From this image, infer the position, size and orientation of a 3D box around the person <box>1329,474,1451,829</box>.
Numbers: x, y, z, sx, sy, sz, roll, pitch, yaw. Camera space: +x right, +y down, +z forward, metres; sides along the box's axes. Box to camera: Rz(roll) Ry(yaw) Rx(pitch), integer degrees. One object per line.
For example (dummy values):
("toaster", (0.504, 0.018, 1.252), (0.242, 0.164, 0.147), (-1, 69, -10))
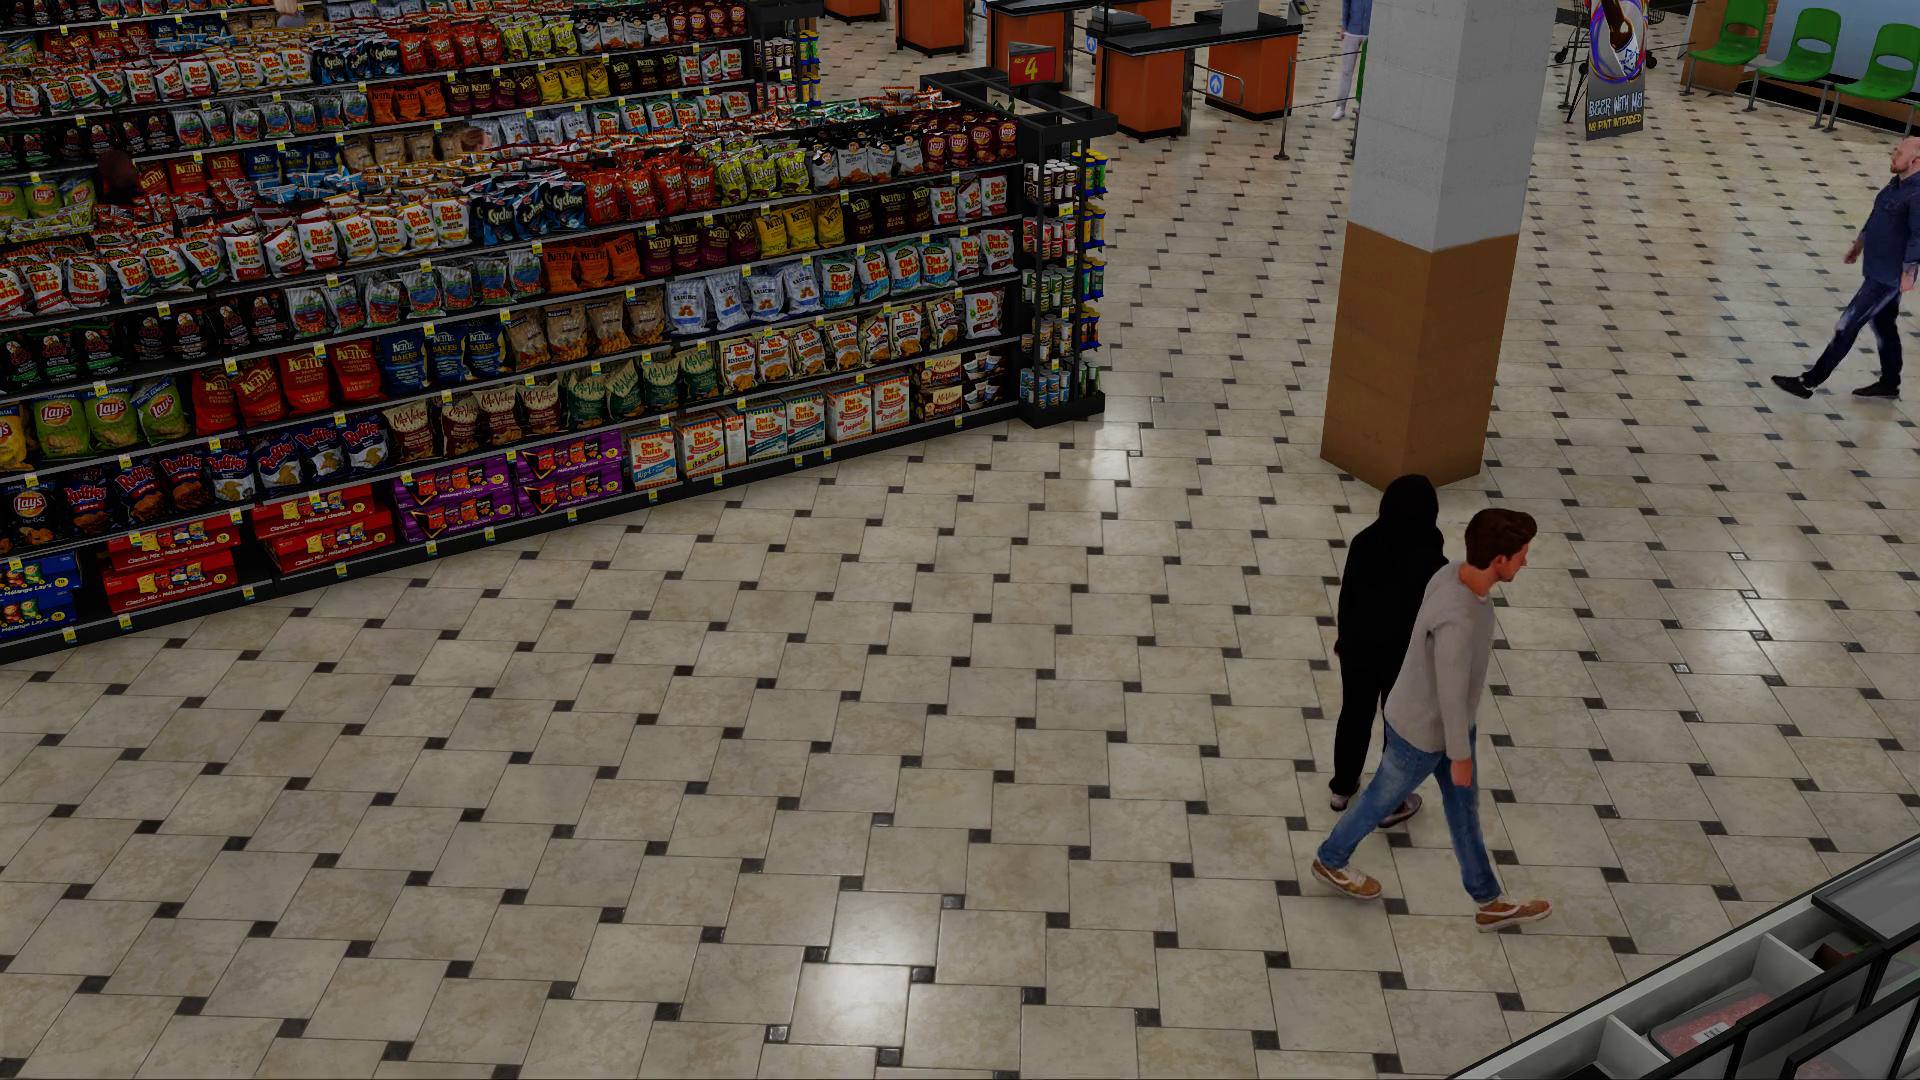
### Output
("person", (1.812, 0.477, 7.045), (0.748, 1.613, 0.753), (20, 35, 33))

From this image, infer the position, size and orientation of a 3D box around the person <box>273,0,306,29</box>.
("person", (-6.376, -4.503, 16.055), (0.689, 1.722, 0.660), (3, 29, 5))

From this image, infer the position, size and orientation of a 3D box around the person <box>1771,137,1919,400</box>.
("person", (6.128, -1.716, 10.876), (1.201, 1.791, 1.147), (7, 30, 13))

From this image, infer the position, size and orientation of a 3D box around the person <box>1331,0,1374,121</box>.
("person", (4.242, -5.371, 17.471), (0.727, 1.887, 0.786), (7, 29, 13))

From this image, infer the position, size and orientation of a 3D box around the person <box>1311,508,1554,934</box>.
("person", (1.707, 0.706, 6.392), (1.152, 1.838, 1.214), (12, 31, 21))
